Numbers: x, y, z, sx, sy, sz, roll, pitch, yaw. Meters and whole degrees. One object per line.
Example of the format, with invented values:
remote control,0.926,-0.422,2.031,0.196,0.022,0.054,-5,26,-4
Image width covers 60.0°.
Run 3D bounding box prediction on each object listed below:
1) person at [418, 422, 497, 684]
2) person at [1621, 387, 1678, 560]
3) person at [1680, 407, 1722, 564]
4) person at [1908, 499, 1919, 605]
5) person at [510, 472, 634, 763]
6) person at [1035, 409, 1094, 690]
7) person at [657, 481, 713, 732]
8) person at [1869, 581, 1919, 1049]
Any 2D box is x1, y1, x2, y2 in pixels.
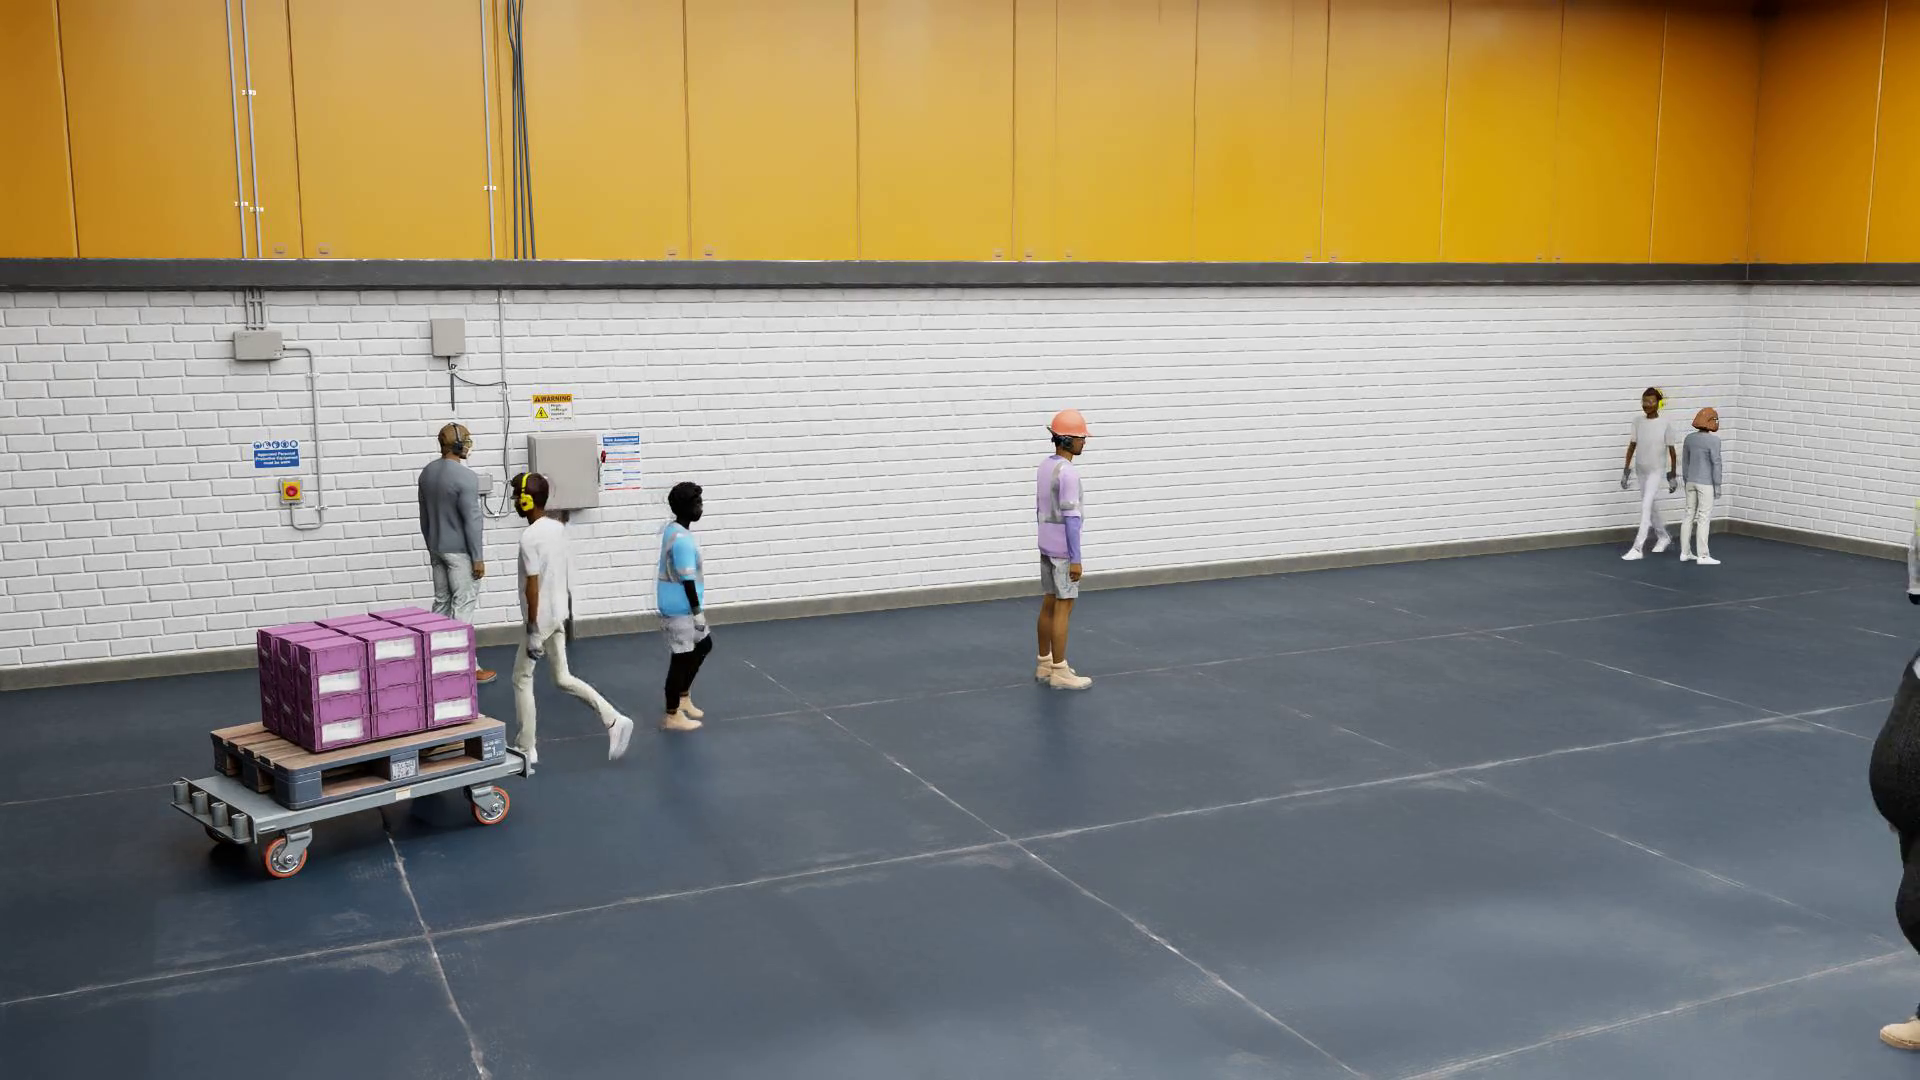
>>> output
person,-3.724,0.100,12.261,0.631,1.938,0.362,7,12,38
person,7.393,-0.724,17.754,0.970,1.831,0.540,-6,11,-34
person,7.735,-0.566,17.334,0.279,1.634,0.499,-3,10,-19
person,6.886,0.313,11.449,0.930,1.791,0.677,-3,10,-16
person,-2.471,0.499,10.171,0.811,1.831,0.531,2,9,15
person,0.772,0.064,12.165,0.392,2.041,0.615,-3,10,-17
person,-1.793,0.444,10.929,0.413,1.677,0.548,-2,9,-14
person,3.750,1.005,6.336,0.539,2.000,0.702,1,9,6
